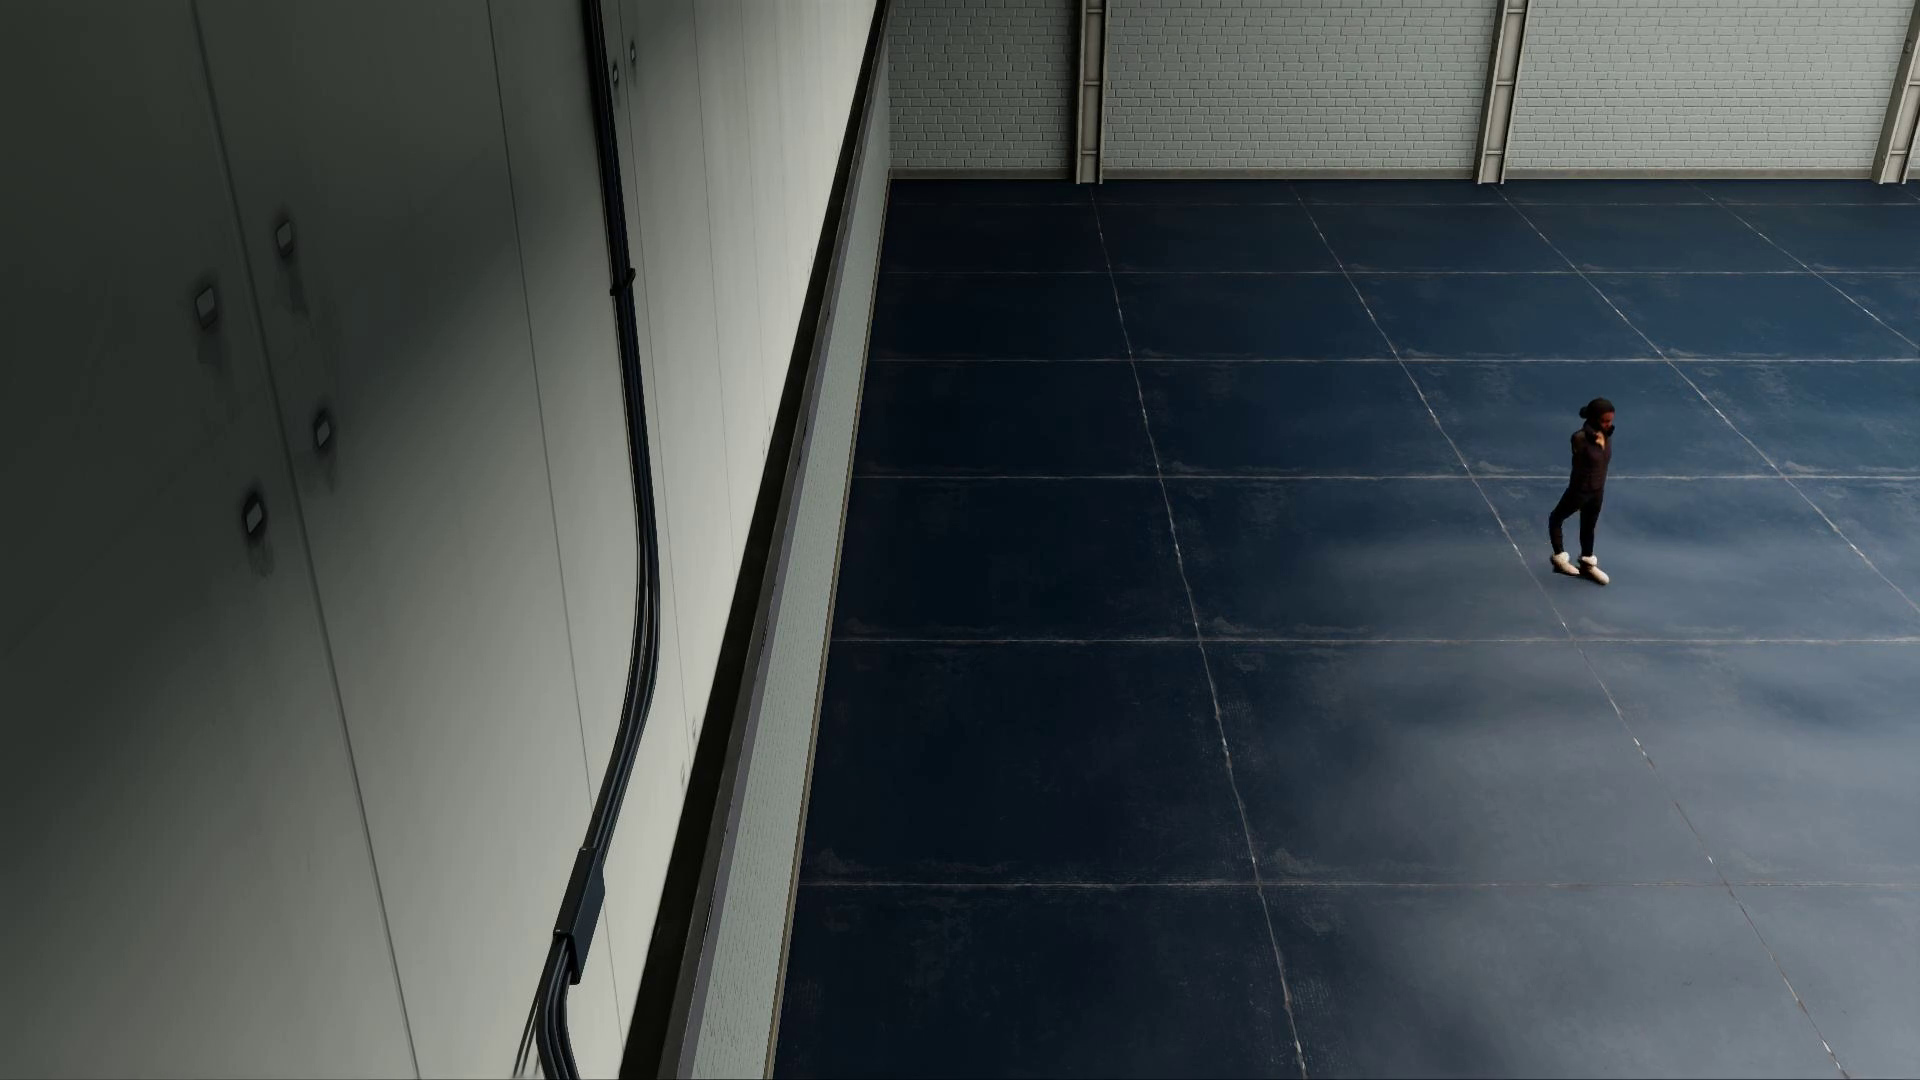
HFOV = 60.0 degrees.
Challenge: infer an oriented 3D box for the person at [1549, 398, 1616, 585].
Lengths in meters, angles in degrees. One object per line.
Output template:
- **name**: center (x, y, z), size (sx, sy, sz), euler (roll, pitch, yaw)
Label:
- **person**: center (5.271, -0.373, 13.778), size (0.848, 1.661, 0.801), euler (21, 35, 34)
